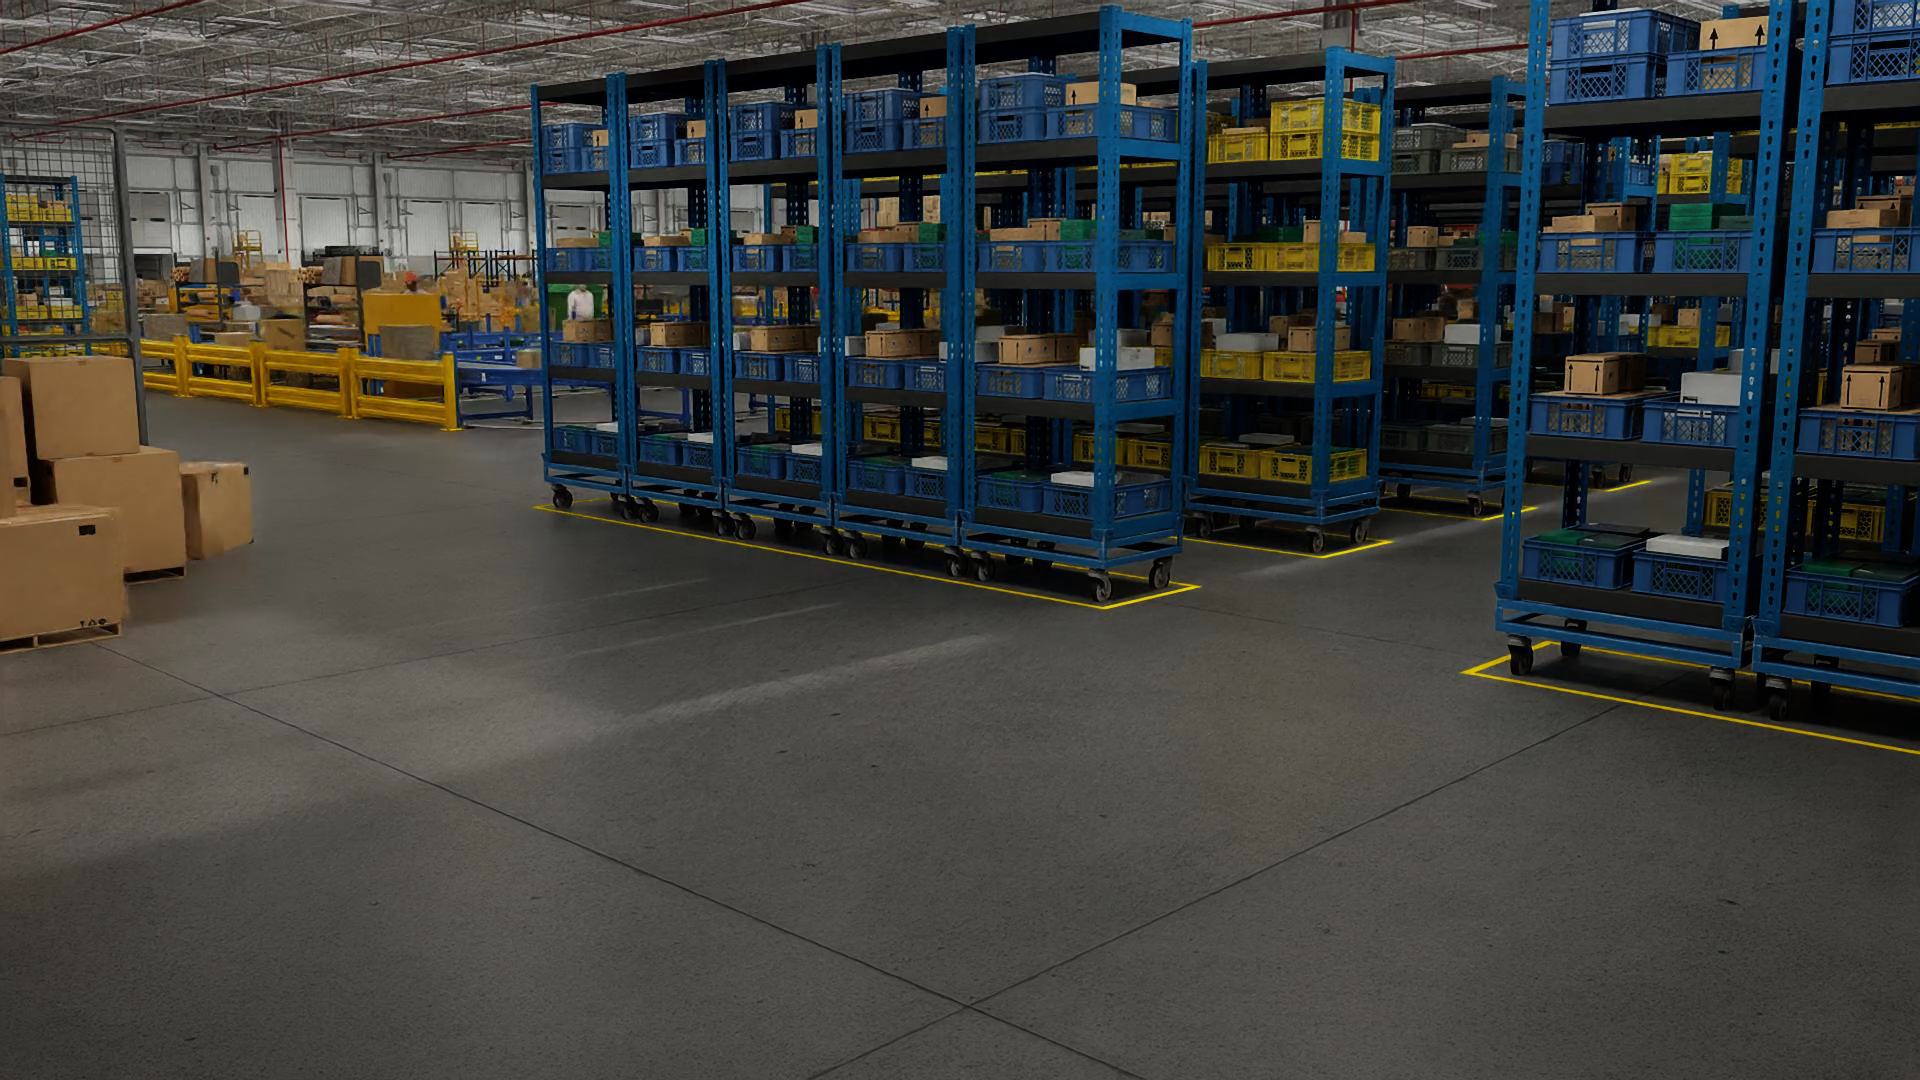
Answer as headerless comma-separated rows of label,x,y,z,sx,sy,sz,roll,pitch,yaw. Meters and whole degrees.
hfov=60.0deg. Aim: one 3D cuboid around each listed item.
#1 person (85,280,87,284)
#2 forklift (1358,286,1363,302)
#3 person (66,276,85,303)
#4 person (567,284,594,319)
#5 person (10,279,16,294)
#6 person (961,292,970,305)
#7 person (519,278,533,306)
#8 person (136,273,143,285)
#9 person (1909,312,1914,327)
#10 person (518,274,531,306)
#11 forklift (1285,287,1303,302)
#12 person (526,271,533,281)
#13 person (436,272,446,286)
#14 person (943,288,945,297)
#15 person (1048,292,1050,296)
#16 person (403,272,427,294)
person,-40.821,-11.458,77.340,0.609,1.849,0.577,-1,9,-4
forklift,11.100,-7.017,46.970,1.873,2.768,1.129,9,13,43
person,-29.188,-7.860,54.956,0.602,1.958,0.380,-5,10,-27
person,-8.590,-4.996,37.676,0.654,1.872,0.931,-7,12,-38
person,-36.955,-9.369,64.862,0.297,1.745,0.484,-2,10,-13
person,0.178,-8.003,55.999,0.712,1.910,0.542,7,11,36
person,-16.560,-9.083,63.191,0.914,1.722,0.525,-9,13,-43
person,-42.595,-12.934,86.424,0.633,1.842,0.429,6,11,31
person,12.513,-2.364,21.395,1.036,1.917,0.591,-7,11,-36
person,-17.523,-9.784,67.009,0.513,1.877,0.328,-6,11,-33
forklift,10.769,-8.203,54.240,1.129,2.768,1.873,8,12,42
person,-22.227,-12.967,86.014,1.071,2.000,0.681,-5,10,-26
person,-26.557,-12.806,85.363,0.647,1.927,0.508,-7,12,-39
person,-0.380,-8.220,57.714,0.941,1.789,0.601,6,11,32
person,2.808,-7.823,55.813,0.765,1.608,0.505,7,12,37
person,-11.248,-4.486,34.167,0.633,1.985,1.032,5,11,30
